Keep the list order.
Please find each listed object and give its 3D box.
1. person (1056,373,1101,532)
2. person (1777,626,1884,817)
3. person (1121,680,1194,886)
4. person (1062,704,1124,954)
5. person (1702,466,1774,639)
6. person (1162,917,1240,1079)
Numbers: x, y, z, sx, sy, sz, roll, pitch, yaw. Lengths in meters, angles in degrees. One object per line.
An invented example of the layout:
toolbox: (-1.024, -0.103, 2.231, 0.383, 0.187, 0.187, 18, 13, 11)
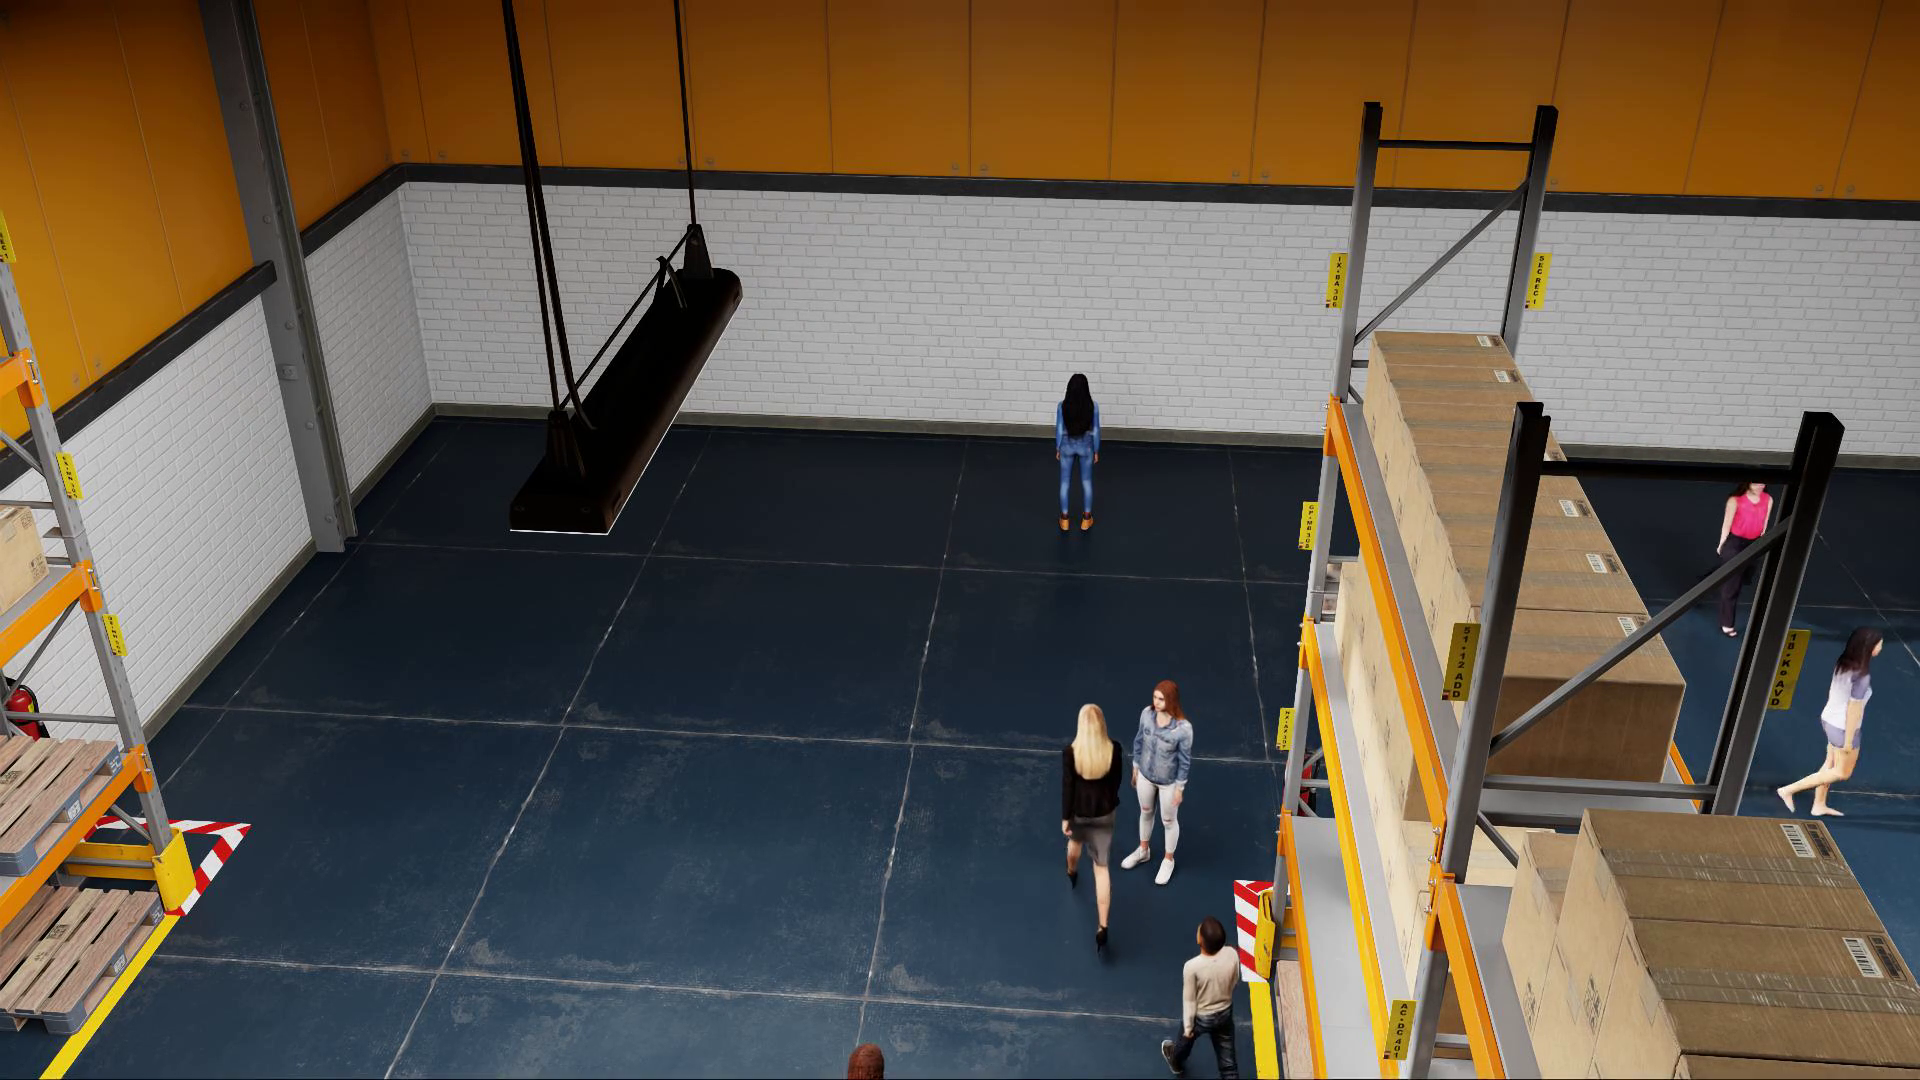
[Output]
person: (1.196, -0.901, 17.010, 0.589, 1.715, 0.496, 2, 29, 4)
person: (6.662, 1.429, 12.736, 0.655, 1.717, 0.728, 3, 29, 6)
person: (1.475, 1.736, 12.188, 0.687, 1.703, 0.697, 21, 35, 33)
person: (0.940, 2.024, 11.576, 0.763, 1.784, 1.245, -3, 29, -5)
person: (7.158, 0.057, 15.339, 0.775, 1.634, 1.019, -6, 29, -11)
person: (1.575, 2.972, 10.201, 0.816, 1.435, 1.115, -8, 30, -15)
